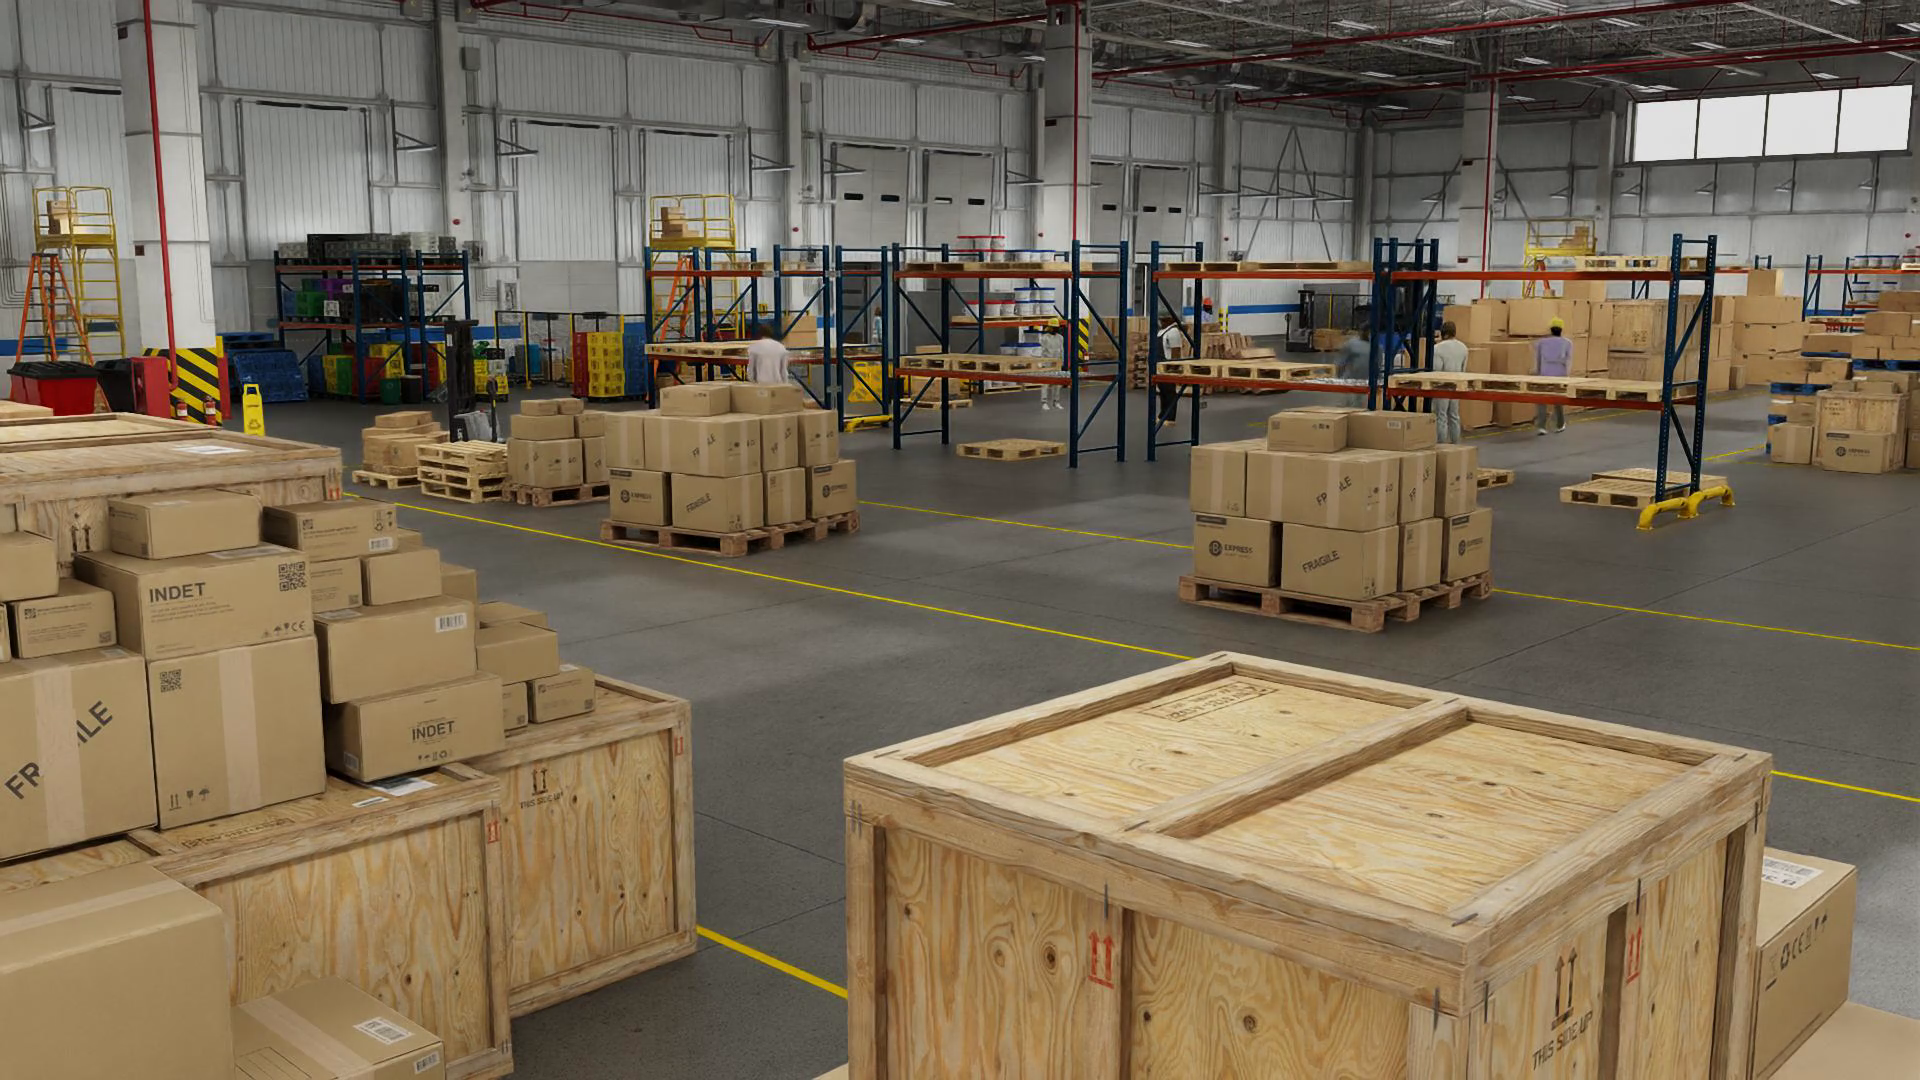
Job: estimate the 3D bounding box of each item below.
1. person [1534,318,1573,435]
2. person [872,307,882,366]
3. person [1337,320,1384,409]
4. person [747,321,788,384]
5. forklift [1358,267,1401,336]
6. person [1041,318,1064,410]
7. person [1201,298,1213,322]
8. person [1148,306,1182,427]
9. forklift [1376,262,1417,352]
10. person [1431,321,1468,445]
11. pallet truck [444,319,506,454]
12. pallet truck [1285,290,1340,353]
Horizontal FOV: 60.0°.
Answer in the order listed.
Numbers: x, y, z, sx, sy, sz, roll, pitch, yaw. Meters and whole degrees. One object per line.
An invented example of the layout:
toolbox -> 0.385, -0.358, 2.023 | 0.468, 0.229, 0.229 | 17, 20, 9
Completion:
person -> 9.539, -2.632, 26.767 | 0.601, 1.869, 1.006 | 6, 11, 33
person -> -2.182, -5.393, 44.439 | 0.314, 1.633, 0.521 | -1, 9, -5
person -> 6.031, -2.360, 25.018 | 0.657, 1.897, 0.481 | -1, 9, -5
person -> -2.771, -2.266, 24.473 | 0.616, 1.899, 0.926 | -8, 12, -42
forklift -> 12.273, -6.458, 47.142 | 1.873, 2.768, 1.129 | 3, 10, 15
person -> 1.757, -3.324, 31.431 | 0.487, 1.736, 0.320 | -5, 10, -28
person -> 6.123, -5.054, 41.418 | 0.357, 1.938, 0.543 | 4, 10, 21
person -> 3.451, -2.937, 28.118 | 0.536, 2.000, 0.681 | -2, 9, -10
forklift -> 10.645, -5.409, 40.711 | 1.129, 2.768, 1.873 | 7, 11, 36
person -> 6.788, -2.087, 23.221 | 0.635, 1.938, 0.361 | -5, 11, -29
pallet truck -> -6.981, -1.942, 22.150 | 1.885, 1.965, 0.823 | 1, 9, 9
pallet truck -> 11.297, -6.951, 52.861 | 1.885, 1.965, 0.823 | -5, 11, -29
